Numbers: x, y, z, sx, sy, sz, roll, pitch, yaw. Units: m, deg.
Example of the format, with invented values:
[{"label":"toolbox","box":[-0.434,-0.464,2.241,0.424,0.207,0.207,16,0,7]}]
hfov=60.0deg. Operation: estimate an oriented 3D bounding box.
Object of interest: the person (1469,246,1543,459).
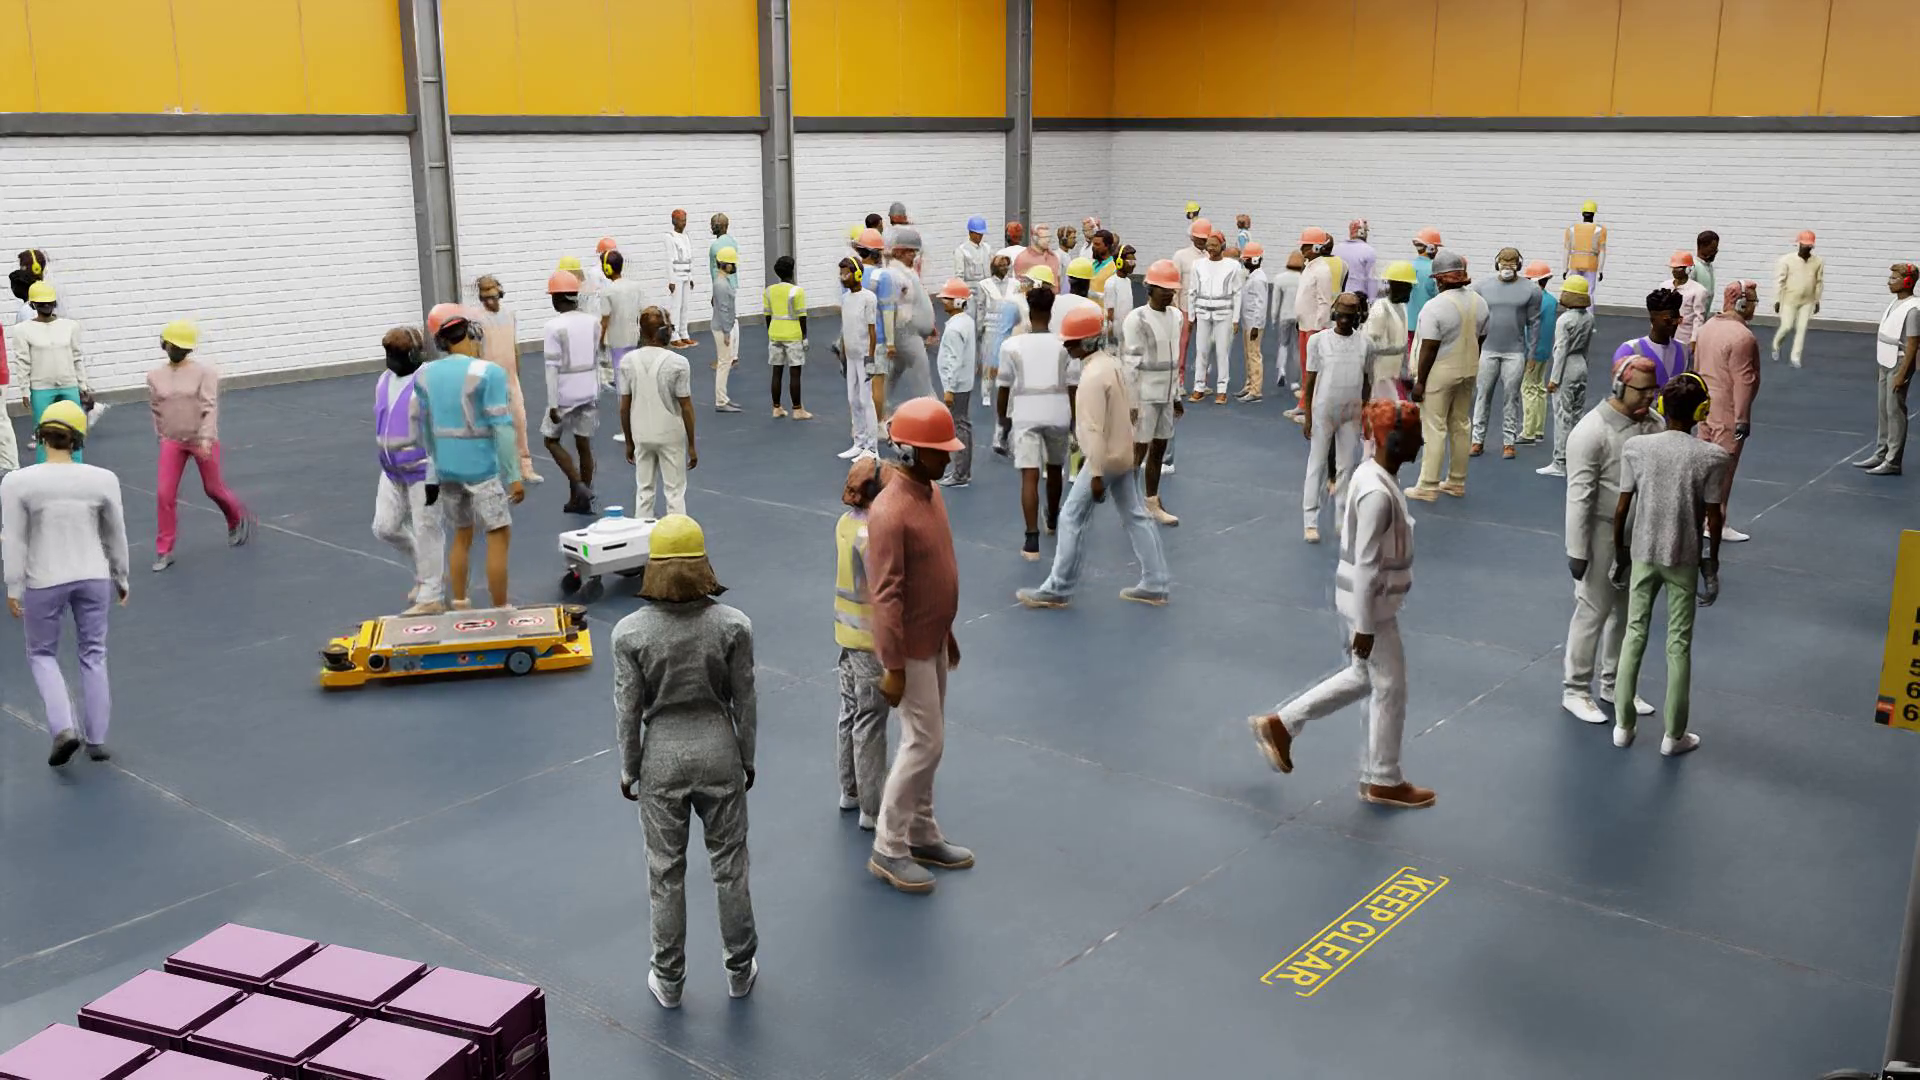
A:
[{"label":"person","box":[4.961,-1.713,15.230,0.637,1.934,0.357,6,15,22]}]

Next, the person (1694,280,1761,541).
[{"label":"person","box":[5.659,-0.955,12.262,0.408,1.906,0.654,-1,14,-3]}]

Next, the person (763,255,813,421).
[{"label":"person","box":[-1.782,-2.079,17.173,0.529,1.699,0.321,9,16,31]}]

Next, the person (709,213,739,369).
[{"label":"person","box":[-2.964,-3.108,20.802,0.372,1.940,0.629,2,14,9]}]

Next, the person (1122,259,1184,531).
[{"label":"person","box":[1.482,-1.082,12.495,0.612,2.039,0.392,-13,19,-43]}]

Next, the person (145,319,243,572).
[{"label":"person","box":[-5.411,-0.702,11.663,0.507,1.708,0.840,-1,14,-3]}]

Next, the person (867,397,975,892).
[{"label":"person","box":[-0.164,0.412,6.655,0.403,1.986,0.621,4,15,16]}]

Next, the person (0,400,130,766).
[{"label":"person","box":[-4.252,0.212,7.961,0.562,1.721,0.568,-12,18,-39]}]

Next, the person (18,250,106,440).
[{"label":"person","box":[-8.795,-1.905,16.194,0.586,1.850,0.522,-10,17,-35]}]

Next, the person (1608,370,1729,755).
[{"label":"person","box":[3.420,0.113,8.070,0.514,1.871,0.327,11,18,37]}]

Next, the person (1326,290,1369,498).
[{"label":"person","box":[3.176,-1.192,13.638,0.321,1.694,0.537,3,14,10]}]

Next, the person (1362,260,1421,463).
[{"label":"person","box":[3.645,-1.397,14.035,0.529,1.905,0.607,8,16,30]}]

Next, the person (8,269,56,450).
[{"label":"person","box":[-8.718,-1.707,15.714,0.321,1.685,0.542,-5,15,-19]}]

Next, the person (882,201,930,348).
[{"label":"person","box":[-0.770,-3.583,22.493,0.685,2.000,0.851,-11,18,-38]}]

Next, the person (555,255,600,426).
[{"label":"person","box":[-3.877,-1.999,16.782,0.346,1.737,0.486,-8,16,-31]}]

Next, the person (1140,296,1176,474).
[{"label":"person","box":[1.742,-1.391,14.559,0.266,1.631,0.507,-3,14,-10]}]

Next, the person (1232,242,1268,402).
[{"label":"person","box":[3.213,-2.407,18.373,0.330,1.750,0.572,0,14,0]}]

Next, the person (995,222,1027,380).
[{"label":"person","box":[0.641,-2.837,19.830,0.585,1.882,0.343,-9,17,-33]}]

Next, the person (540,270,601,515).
[{"label":"person","box":[-3.027,-1.131,12.943,0.402,1.922,0.548,11,18,38]}]

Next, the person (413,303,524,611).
[{"label":"person","box":[-2.849,-0.399,9.890,0.829,1.984,0.389,7,16,28]}]

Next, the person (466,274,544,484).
[{"label":"person","box":[-3.963,-1.354,14.065,0.635,1.814,0.555,10,17,36]}]

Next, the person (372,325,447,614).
[{"label":"person","box":[-3.355,-0.411,10.244,0.637,1.828,0.441,8,16,29]}]

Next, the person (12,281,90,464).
[{"label":"person","box":[-7.479,-1.254,13.742,0.313,1.767,0.533,12,19,41]}]

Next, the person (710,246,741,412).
[{"label":"person","box":[-2.478,-2.231,17.670,0.342,1.756,0.534,-2,14,-7]}]

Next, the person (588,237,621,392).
[{"label":"person","box":[-4.016,-2.590,19.105,0.340,1.749,0.572,5,15,19]}]

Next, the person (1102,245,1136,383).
[{"label":"person","box":[1.579,-1.984,16.481,0.328,1.861,0.502,8,16,29]}]

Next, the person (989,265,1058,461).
[{"label":"person","box":[0.629,-1.582,15.041,0.800,1.770,0.660,8,16,30]}]

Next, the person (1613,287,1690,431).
[{"label":"person","box":[4.621,-0.712,11.167,0.601,1.967,0.369,-6,15,-22]}]

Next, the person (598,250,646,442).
[{"label":"person","box":[-3.254,-1.856,15.984,0.427,1.846,0.543,11,18,37]}]

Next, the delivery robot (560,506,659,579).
[{"label":"delivery robot","box":[-2.251,0.022,10.909,0.707,0.478,0.477,-13,19,-42]}]

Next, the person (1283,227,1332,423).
[{"label":"person","box":[3.599,-2.203,17.070,0.381,1.994,0.614,-1,14,-6]}]

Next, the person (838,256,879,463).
[{"label":"person","box":[-0.937,-1.632,15.083,0.351,1.856,0.520,-11,18,-37]}]

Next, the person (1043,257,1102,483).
[{"label":"person","box":[0.965,-1.451,14.239,0.590,1.917,0.426,11,18,37]}]

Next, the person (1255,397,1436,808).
[{"label":"person","box":[1.765,0.278,7.431,0.741,1.861,0.582,3,14,13]}]

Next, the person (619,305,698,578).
[{"label":"person","box":[-2.011,-0.647,11.158,0.518,1.842,0.332,3,14,14]}]
